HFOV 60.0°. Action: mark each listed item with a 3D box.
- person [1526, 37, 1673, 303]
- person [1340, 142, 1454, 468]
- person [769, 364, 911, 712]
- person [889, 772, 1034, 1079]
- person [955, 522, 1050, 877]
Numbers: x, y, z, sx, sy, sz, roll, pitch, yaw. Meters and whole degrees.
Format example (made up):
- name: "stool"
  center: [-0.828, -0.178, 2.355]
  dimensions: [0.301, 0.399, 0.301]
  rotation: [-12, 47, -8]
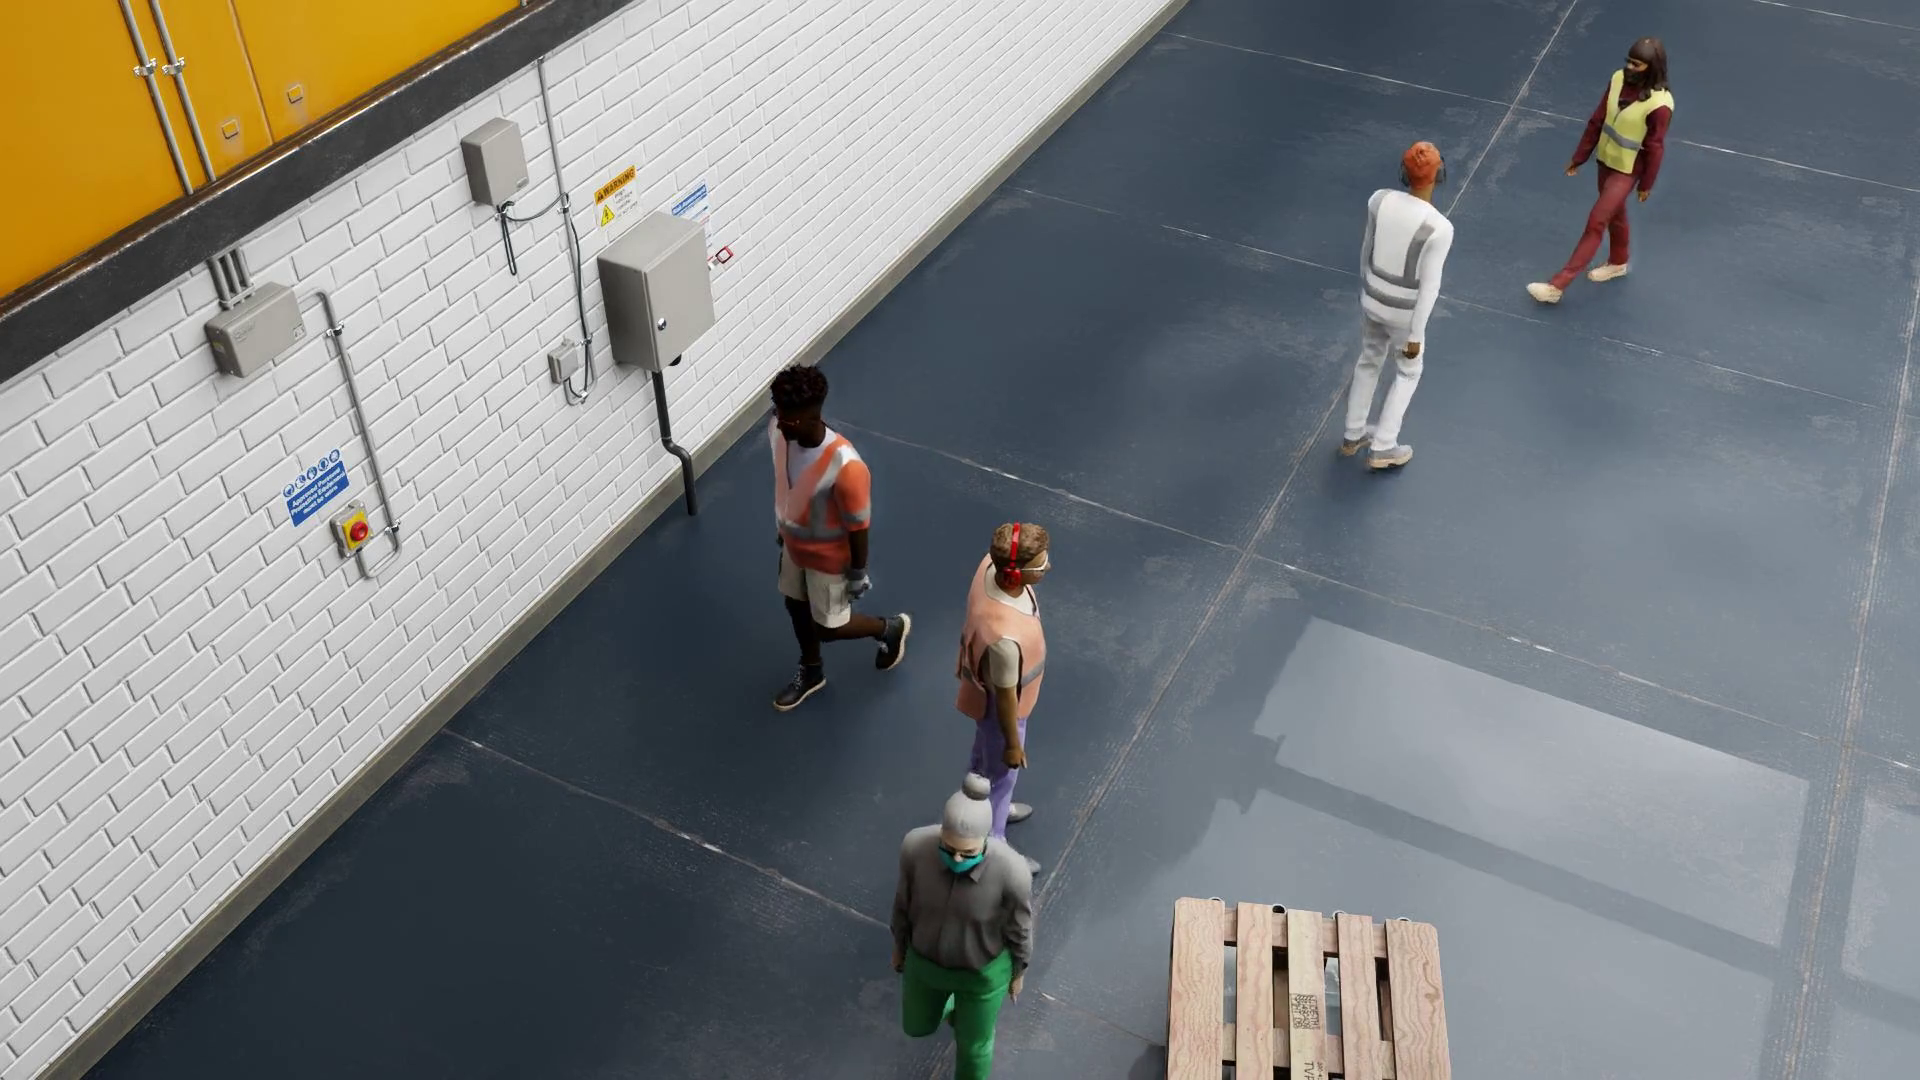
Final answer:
- name: "person"
  center: [4.046, -2.311, 10.408]
  dimensions: [0.923, 1.723, 0.496]
  rotation: [-13, 42, -14]
- name: "person"
  center: [2.357, -1.274, 9.103]
  dimensions: [0.453, 1.849, 0.601]
  rotation: [-25, 47, -26]
- name: "person"
  center: [-0.593, -0.011, 7.573]
  dimensions: [0.611, 1.949, 0.612]
  rotation: [-29, 48, -29]
- name: "person"
  center: [0.014, 1.448, 5.963]
  dimensions: [0.516, 1.824, 0.594]
  rotation: [13, 42, 15]
- name: "person"
  center: [0.164, 0.652, 6.874]
  dimensions: [0.375, 1.844, 0.566]
  rotation: [-2, 41, -2]
